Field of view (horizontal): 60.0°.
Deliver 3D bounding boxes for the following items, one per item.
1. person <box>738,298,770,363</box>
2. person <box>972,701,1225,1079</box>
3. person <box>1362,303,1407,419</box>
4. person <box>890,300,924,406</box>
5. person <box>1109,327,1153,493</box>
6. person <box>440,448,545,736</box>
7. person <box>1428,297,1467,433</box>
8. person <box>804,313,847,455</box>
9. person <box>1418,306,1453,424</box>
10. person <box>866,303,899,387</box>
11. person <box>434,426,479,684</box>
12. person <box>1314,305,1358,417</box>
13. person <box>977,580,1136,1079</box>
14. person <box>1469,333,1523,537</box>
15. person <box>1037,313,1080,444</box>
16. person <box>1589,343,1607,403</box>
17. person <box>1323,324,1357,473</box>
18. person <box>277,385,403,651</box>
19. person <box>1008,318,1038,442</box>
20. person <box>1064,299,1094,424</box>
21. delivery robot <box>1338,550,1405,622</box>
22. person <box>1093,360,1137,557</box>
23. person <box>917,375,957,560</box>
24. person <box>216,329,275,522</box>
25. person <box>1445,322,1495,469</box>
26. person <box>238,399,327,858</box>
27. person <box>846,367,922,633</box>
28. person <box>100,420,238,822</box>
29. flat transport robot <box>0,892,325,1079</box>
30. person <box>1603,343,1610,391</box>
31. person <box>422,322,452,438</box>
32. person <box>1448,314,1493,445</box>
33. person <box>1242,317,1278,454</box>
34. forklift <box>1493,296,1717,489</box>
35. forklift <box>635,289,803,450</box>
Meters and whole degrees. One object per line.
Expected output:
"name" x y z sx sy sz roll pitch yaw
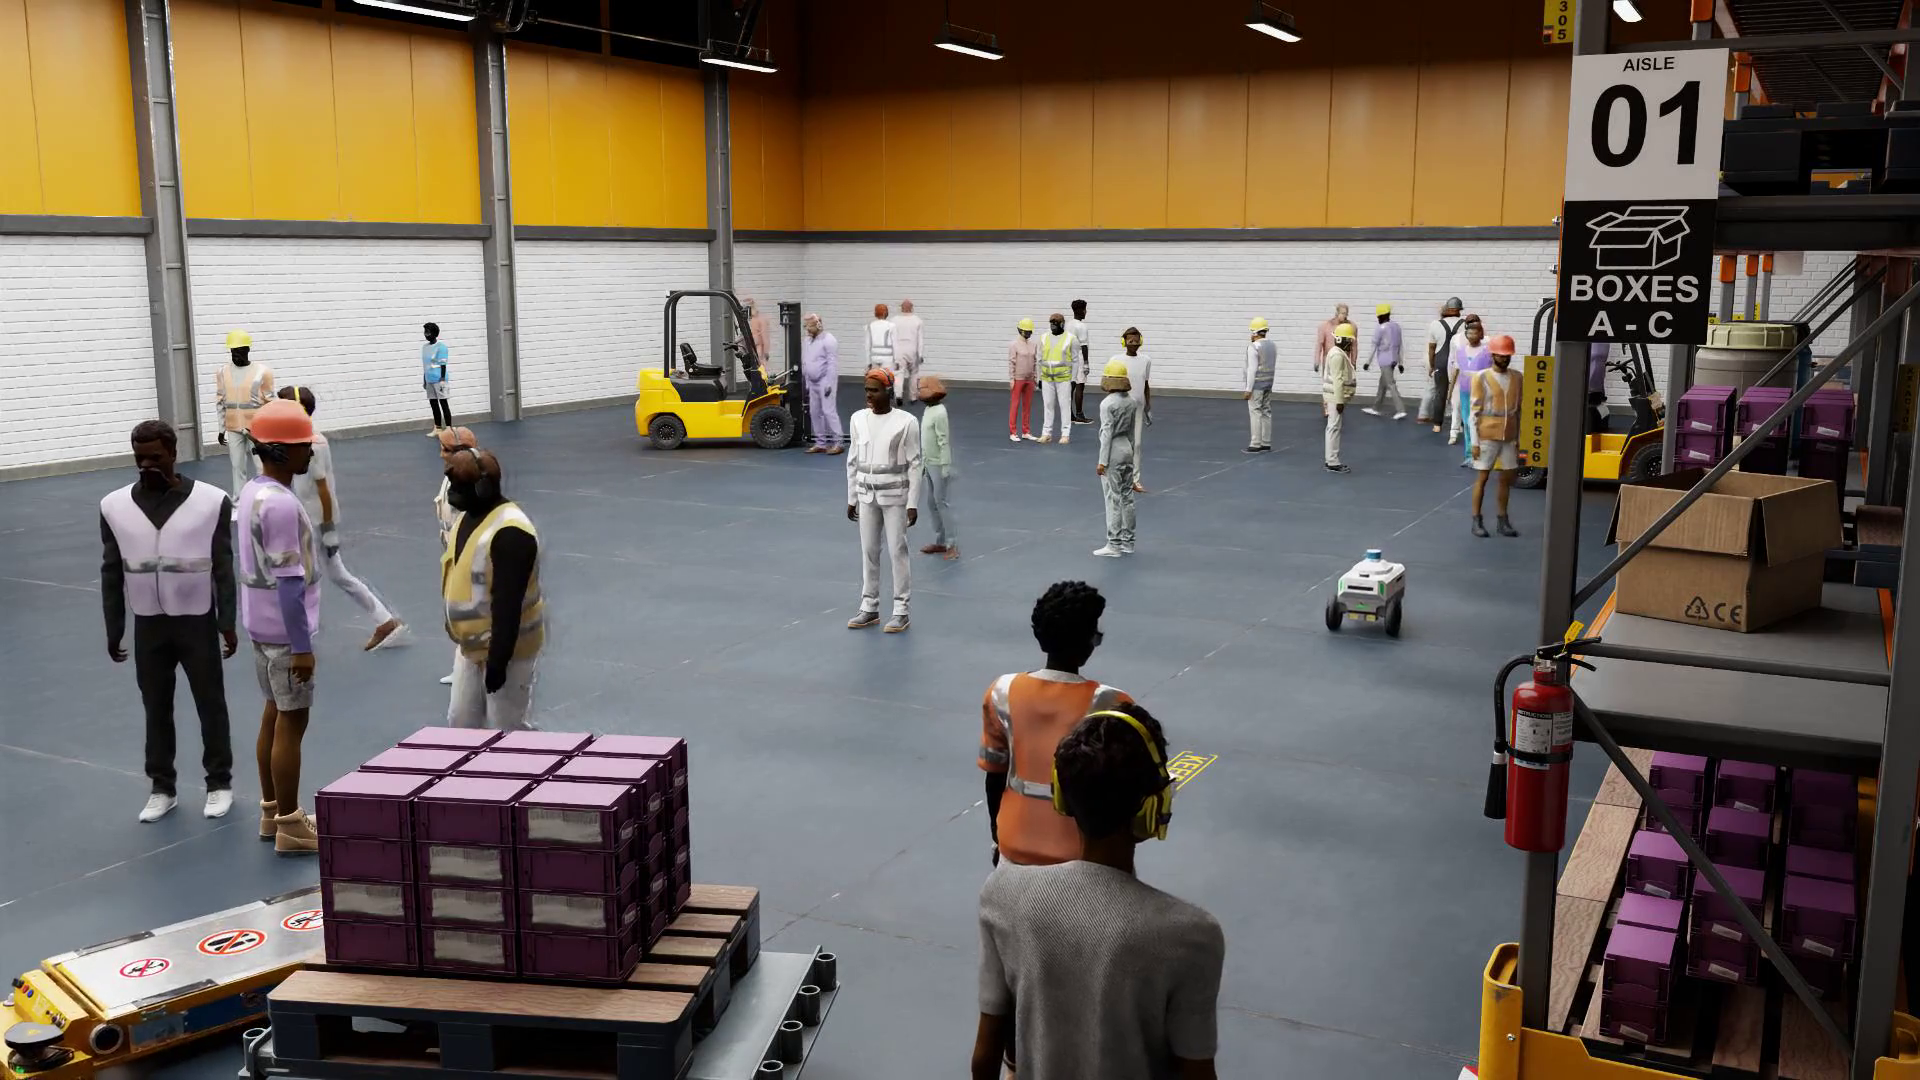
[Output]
"person" -3.724 -3.365 29.658 0.663 1.884 0.500 8 13 39
"person" 0.265 1.223 3.145 0.516 1.871 0.325 5 11 29
"person" 6.945 -2.906 27.068 0.581 1.871 0.961 -9 13 -42
"person" -0.959 -3.316 29.435 0.653 1.871 0.959 1 10 7
"person" 1.909 -1.451 18.631 0.533 1.868 0.310 -3 10 -16
"person" -2.113 0.483 7.568 0.446 1.824 0.629 -8 13 -40
"person" 7.383 -2.635 24.987 0.675 2.000 0.537 4 10 21
"person" -1.830 -2.075 22.210 0.485 1.885 0.708 -7 12 -36
"person" 7.565 -2.723 25.966 0.788 1.882 0.700 3 10 18
"person" -1.302 -2.964 27.400 0.595 1.863 0.549 5 11 27
"person" -3.028 0.116 10.221 0.311 1.639 0.513 -8 12 -38
"person" 6.080 -2.869 26.893 0.688 1.838 1.006 2 10 9
"person" 0.313 0.965 5.153 0.537 1.690 0.320 5 11 29
"person" 5.095 -0.986 15.750 0.556 1.935 0.375 -2 10 -11
"person" 1.371 -2.276 23.486 0.624 1.845 0.430 5 11 29
"person" 7.824 -1.844 20.698 0.627 1.940 0.371 -7 12 -36
"person" 4.663 -1.741 20.438 0.404 1.825 0.586 2 10 10
"person" -4.211 -0.121 11.054 0.916 1.836 0.540 -4 11 -21
"person" 0.915 -2.289 23.800 0.522 1.762 0.320 -8 12 -38
"person" 1.854 -2.805 26.185 0.368 1.966 0.603 -5 11 -29
"delivery robot" 2.960 0.314 11.938 0.477 0.478 0.707 5 11 26
"person" 1.374 -0.726 14.792 0.312 1.742 0.493 8 12 38
"person" -0.208 -0.641 14.707 0.331 1.607 0.631 -3 10 -16
"person" -7.148 -1.139 16.646 0.585 1.929 0.371 0 10 1
"person" 6.366 -1.798 20.756 0.569 1.822 0.588 -9 13 -42
"person" -3.000 0.390 7.469 0.391 2.040 0.615 -7 12 -33
"person" -0.549 -0.282 11.818 0.584 1.882 0.337 5 11 29
"person" -3.744 0.378 7.915 0.594 1.914 0.393 -2 10 -10
"flat transport robot" -2.660 1.544 5.909 1.431 0.197 0.652 -10 14 -44
"person" 10.344 -2.960 27.190 0.542 1.929 0.374 -2 10 -14
"person" -7.606 -2.310 24.113 0.534 1.691 0.320 7 12 37
"person" 7.132 -2.236 23.250 0.623 1.844 0.430 4 10 20
"person" 4.000 -2.070 22.315 0.404 1.830 0.601 9 13 42
"forklift" 7.296 -1.677 18.993 2.313 2.155 1.214 5 11 27
"forklift" -3.358 -2.392 23.136 2.313 2.155 1.214 -1 10 -5
